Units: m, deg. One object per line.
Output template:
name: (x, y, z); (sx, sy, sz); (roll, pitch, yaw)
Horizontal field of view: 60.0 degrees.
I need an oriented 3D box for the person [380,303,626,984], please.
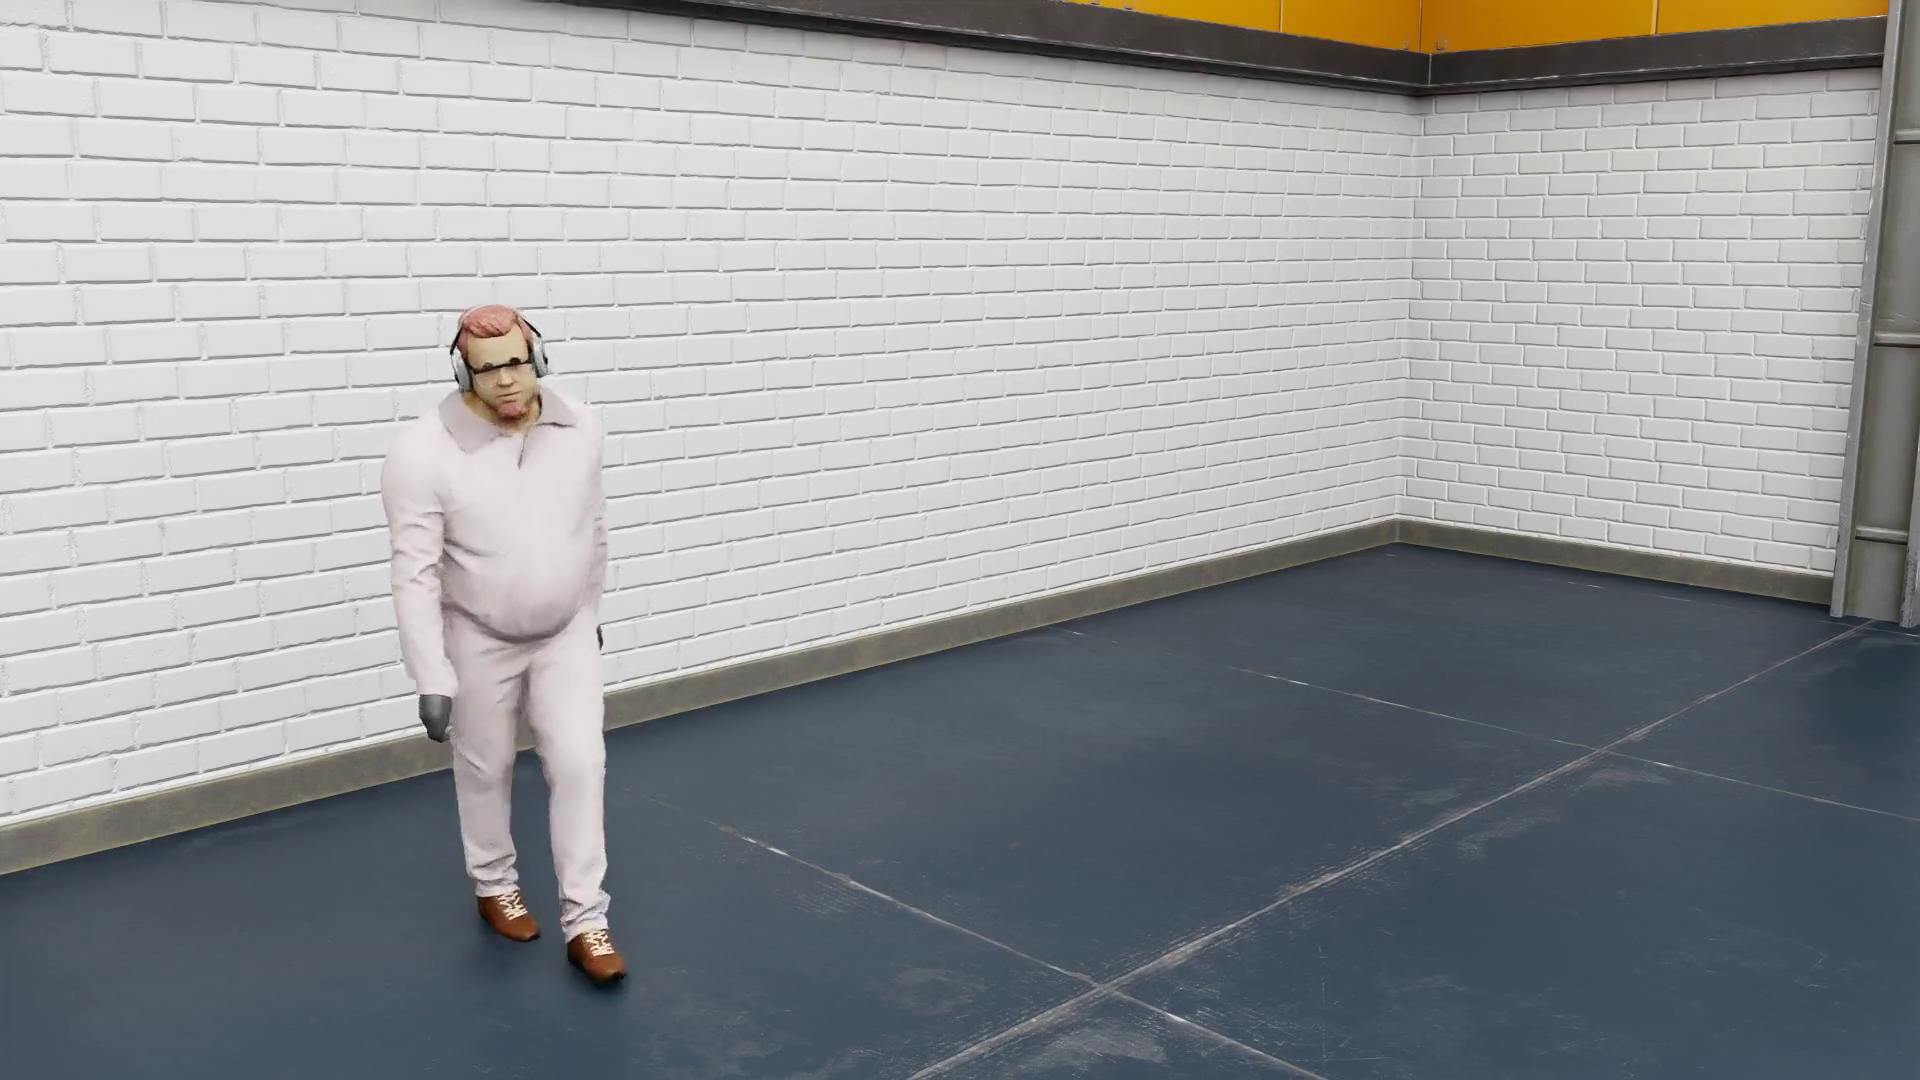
person: (-1.209, 0.286, 4.525); (0.660, 1.843, 0.873); (-8, 13, -36)
